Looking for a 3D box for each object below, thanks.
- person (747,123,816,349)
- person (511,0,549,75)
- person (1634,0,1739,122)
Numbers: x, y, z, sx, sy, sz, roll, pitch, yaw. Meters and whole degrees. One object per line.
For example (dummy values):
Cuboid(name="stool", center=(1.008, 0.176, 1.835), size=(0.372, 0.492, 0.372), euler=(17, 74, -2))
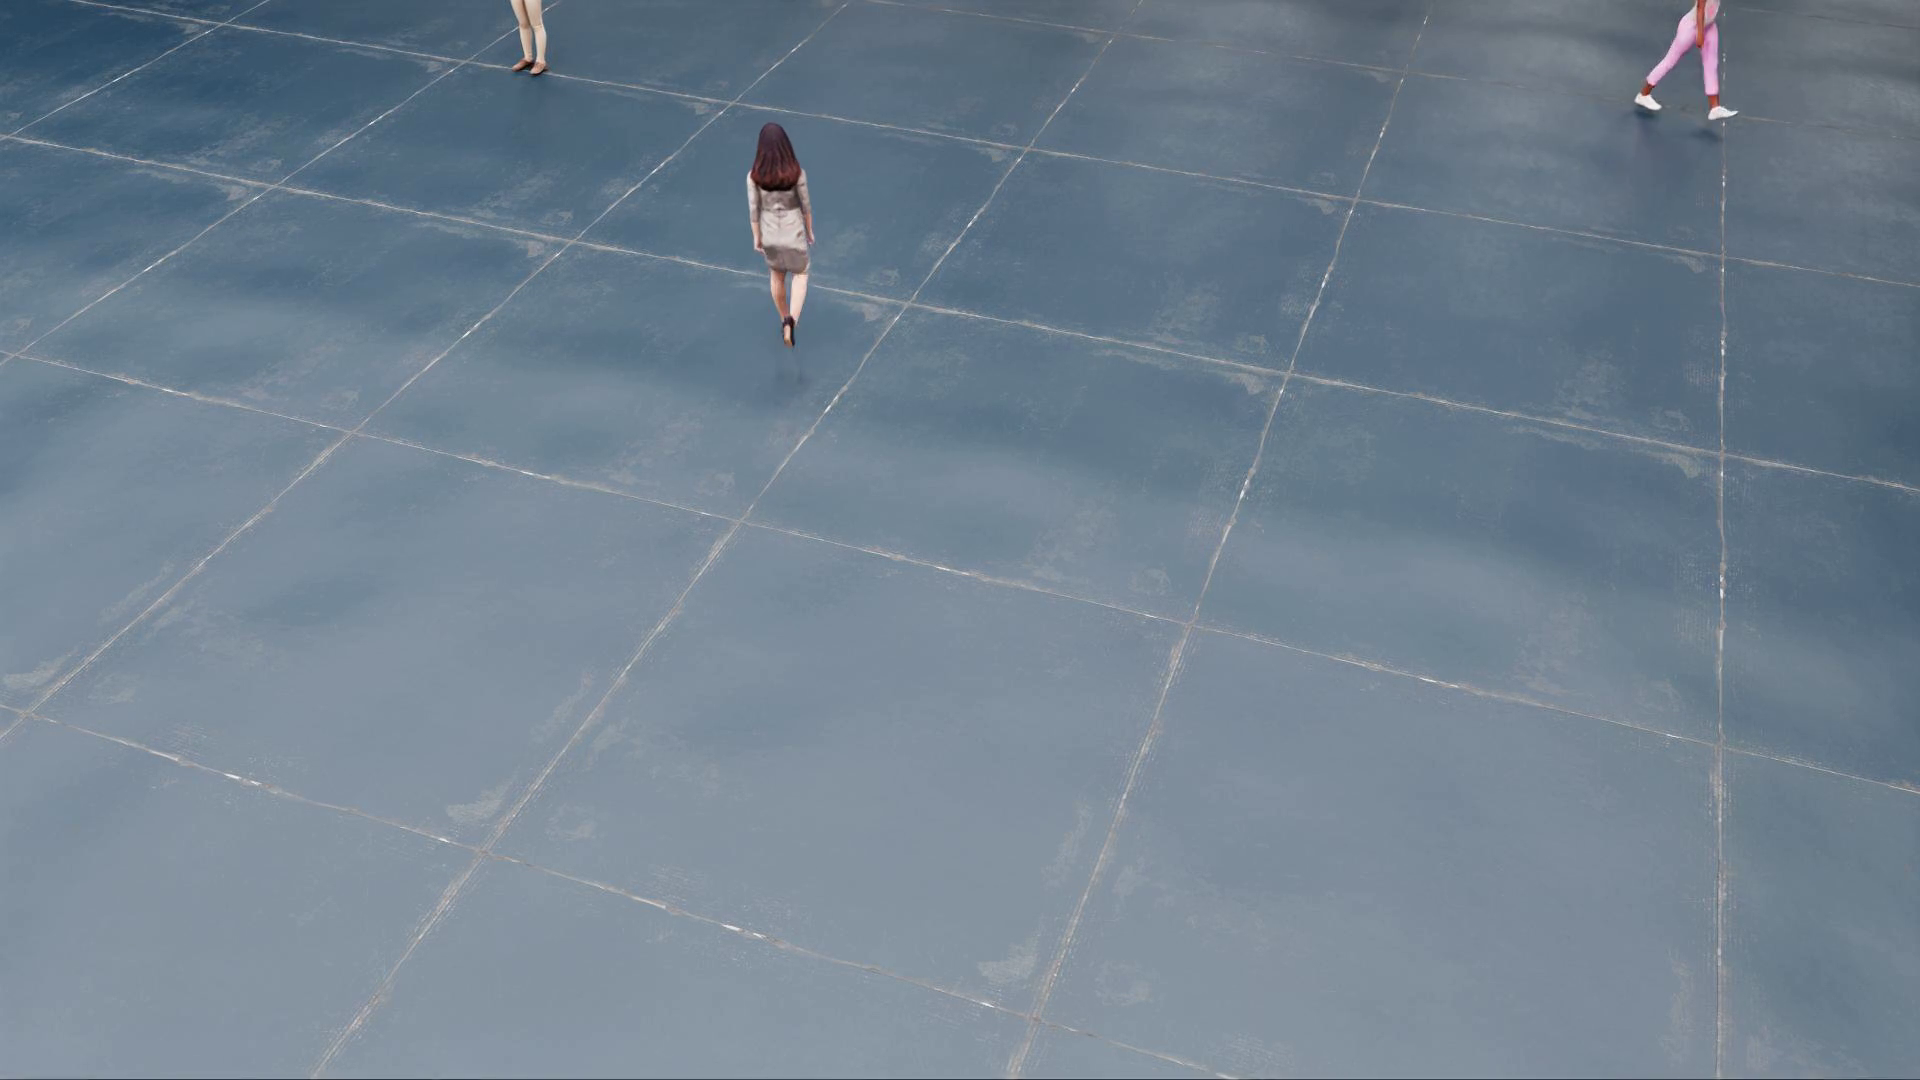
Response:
Cuboid(name="person", center=(-1.272, -2.133, 11.981), size=(0.775, 1.731, 0.966), euler=(0, 38, 1))
Cuboid(name="person", center=(-4.250, -5.421, 16.246), size=(0.624, 1.653, 0.568), euler=(13, 40, 16))
Cuboid(name="person", center=(6.691, -4.709, 15.309), size=(1.178, 1.687, 1.002), euler=(-32, 48, -34))
